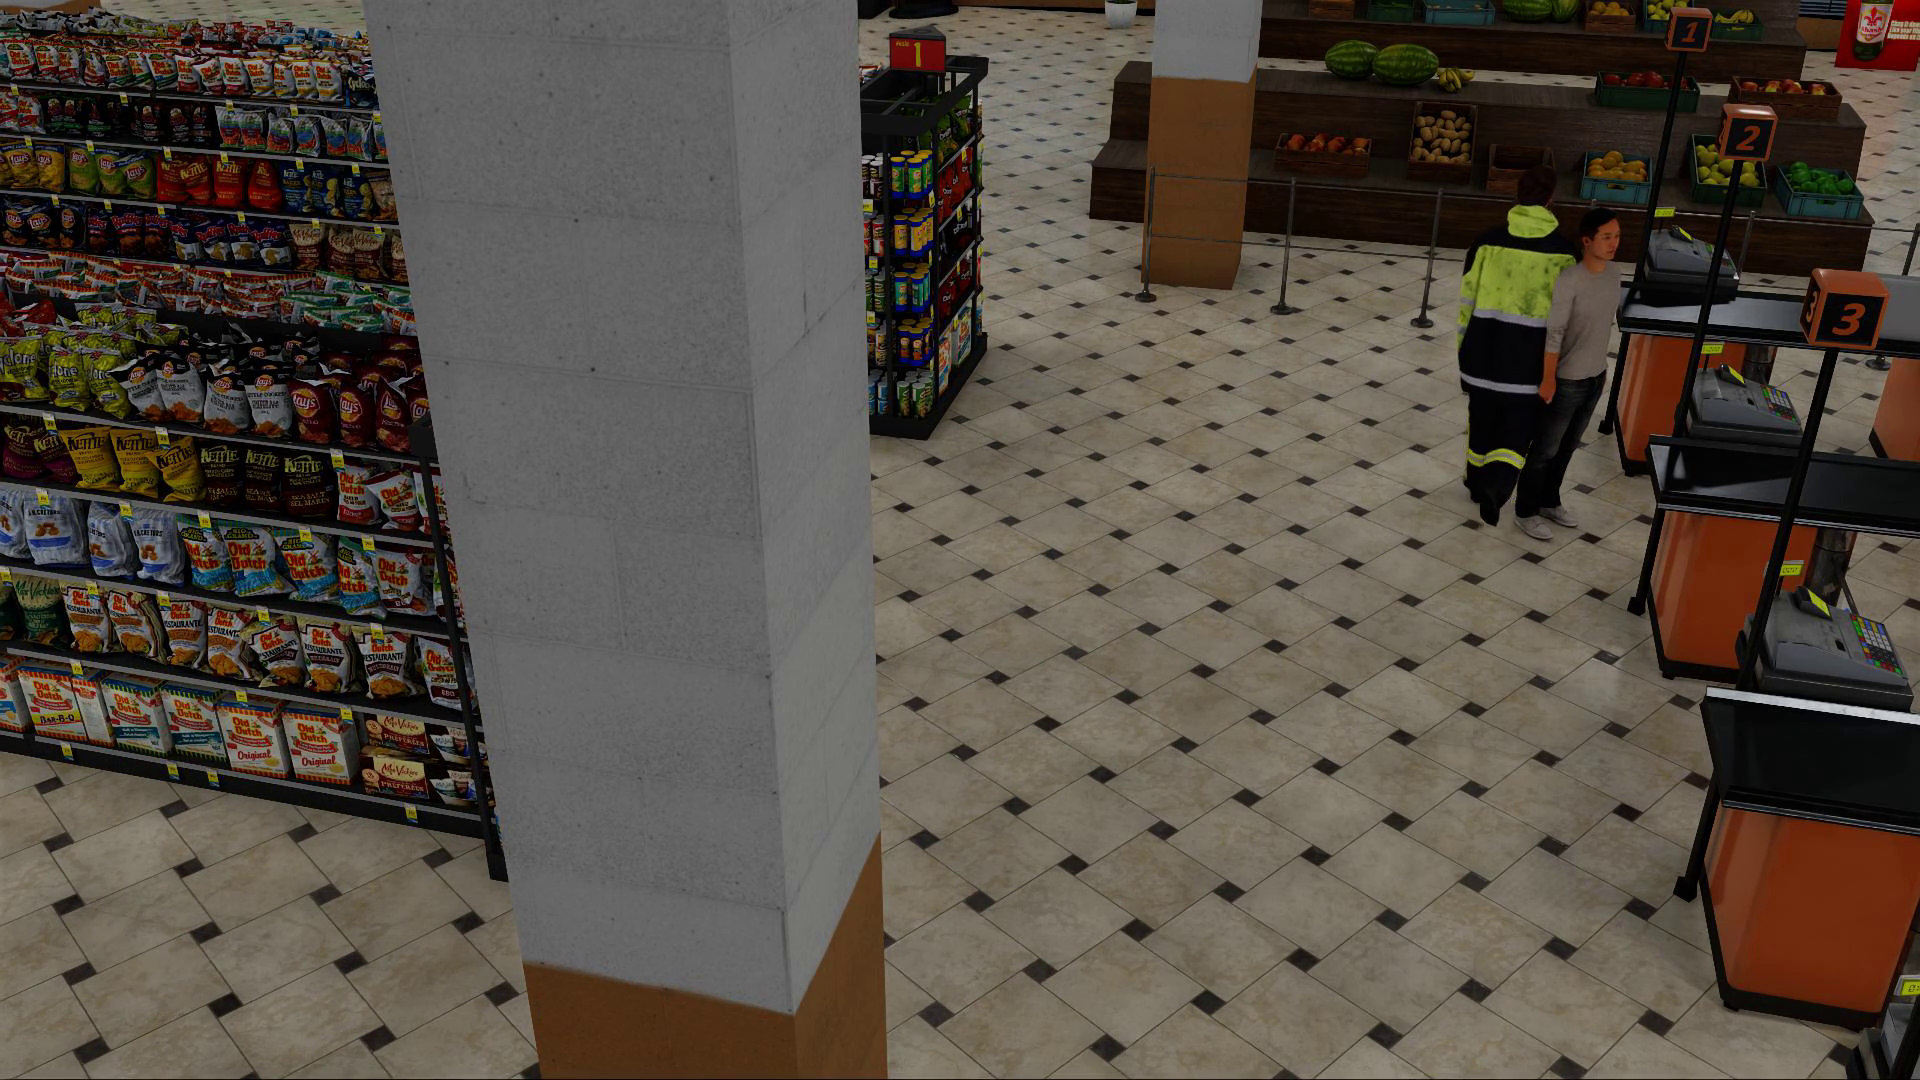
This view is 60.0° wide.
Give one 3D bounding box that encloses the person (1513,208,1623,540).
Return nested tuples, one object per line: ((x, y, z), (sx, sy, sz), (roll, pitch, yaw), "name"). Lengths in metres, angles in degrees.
((3.253, -0.893, 8.861), (0.734, 1.809, 0.767), (-19, 34, -31), "person")

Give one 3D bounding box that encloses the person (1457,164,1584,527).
((2.937, -1.001, 8.902), (1.057, 1.959, 0.937), (12, 31, 21), "person")
